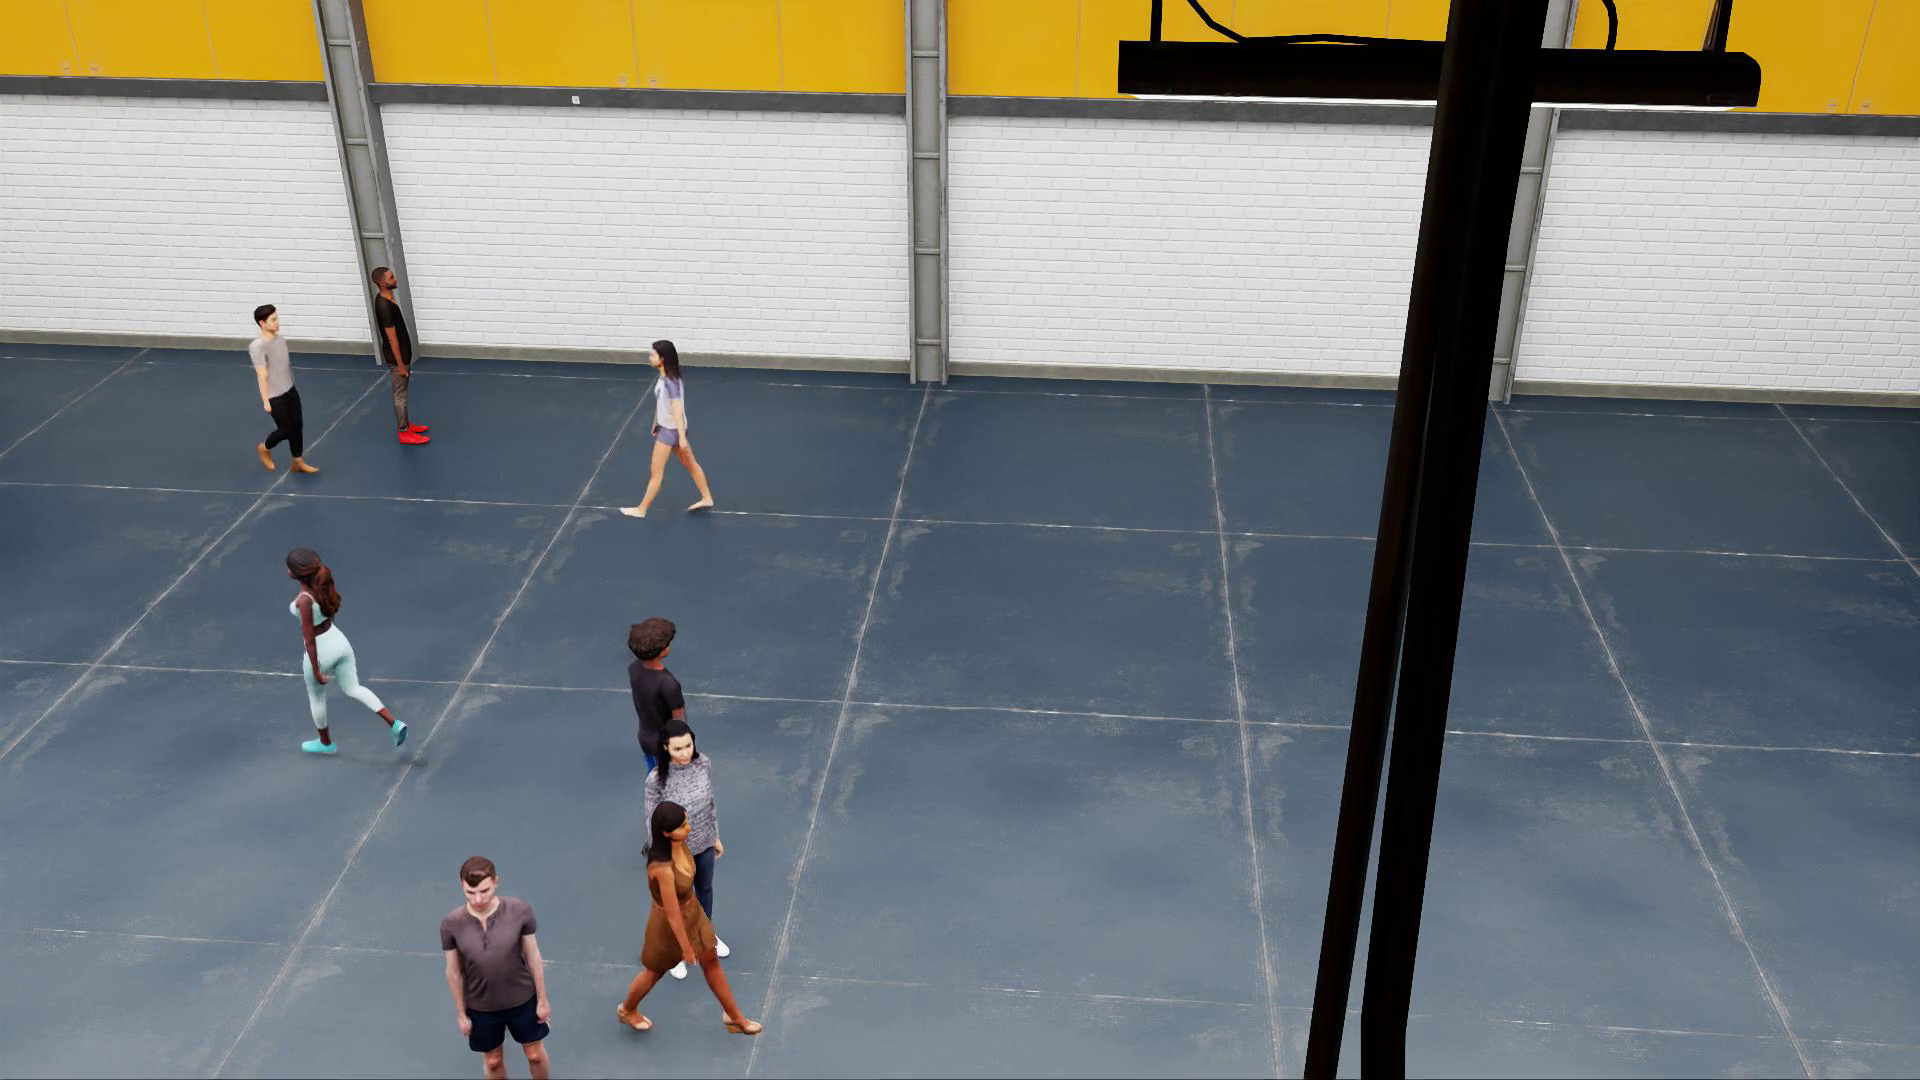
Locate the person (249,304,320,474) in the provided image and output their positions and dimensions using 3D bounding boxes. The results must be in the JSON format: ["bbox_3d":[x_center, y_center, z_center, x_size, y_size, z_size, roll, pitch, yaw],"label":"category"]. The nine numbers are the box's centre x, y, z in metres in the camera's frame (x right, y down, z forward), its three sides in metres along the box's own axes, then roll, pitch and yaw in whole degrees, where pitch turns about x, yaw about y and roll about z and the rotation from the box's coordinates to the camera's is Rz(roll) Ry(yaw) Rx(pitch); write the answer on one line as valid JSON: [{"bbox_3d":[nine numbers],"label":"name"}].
[{"bbox_3d":[-6.528,-1.410,15.779,0.839,1.707,0.696,8,30,14],"label":"person"}]

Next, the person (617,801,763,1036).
[{"bbox_3d":[-1.674,2.166,9.288,1.065,1.645,0.601,4,29,7],"label":"person"}]

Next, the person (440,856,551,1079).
[{"bbox_3d":[-2.384,2.382,8.677,0.591,1.851,0.756,-7,29,-13],"label":"person"}]

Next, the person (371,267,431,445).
[{"bbox_3d":[-5.586,-1.838,16.460,0.674,1.806,0.707,-9,30,-16],"label":"person"}]

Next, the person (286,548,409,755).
[{"bbox_3d":[-4.368,0.822,11.695,1.105,1.700,0.707,8,30,14],"label":"person"}]

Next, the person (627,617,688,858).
[{"bbox_3d":[-1.938,1.301,10.724,0.830,1.788,0.878,24,37,37],"label":"person"}]

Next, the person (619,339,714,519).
[{"bbox_3d":[-2.506,-0.991,15.032,1.177,1.686,0.906,-10,30,-17],"label":"person"}]

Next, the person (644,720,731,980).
[{"bbox_3d":[-1.632,1.794,9.879,0.673,1.732,0.744,-20,34,-32],"label":"person"}]
